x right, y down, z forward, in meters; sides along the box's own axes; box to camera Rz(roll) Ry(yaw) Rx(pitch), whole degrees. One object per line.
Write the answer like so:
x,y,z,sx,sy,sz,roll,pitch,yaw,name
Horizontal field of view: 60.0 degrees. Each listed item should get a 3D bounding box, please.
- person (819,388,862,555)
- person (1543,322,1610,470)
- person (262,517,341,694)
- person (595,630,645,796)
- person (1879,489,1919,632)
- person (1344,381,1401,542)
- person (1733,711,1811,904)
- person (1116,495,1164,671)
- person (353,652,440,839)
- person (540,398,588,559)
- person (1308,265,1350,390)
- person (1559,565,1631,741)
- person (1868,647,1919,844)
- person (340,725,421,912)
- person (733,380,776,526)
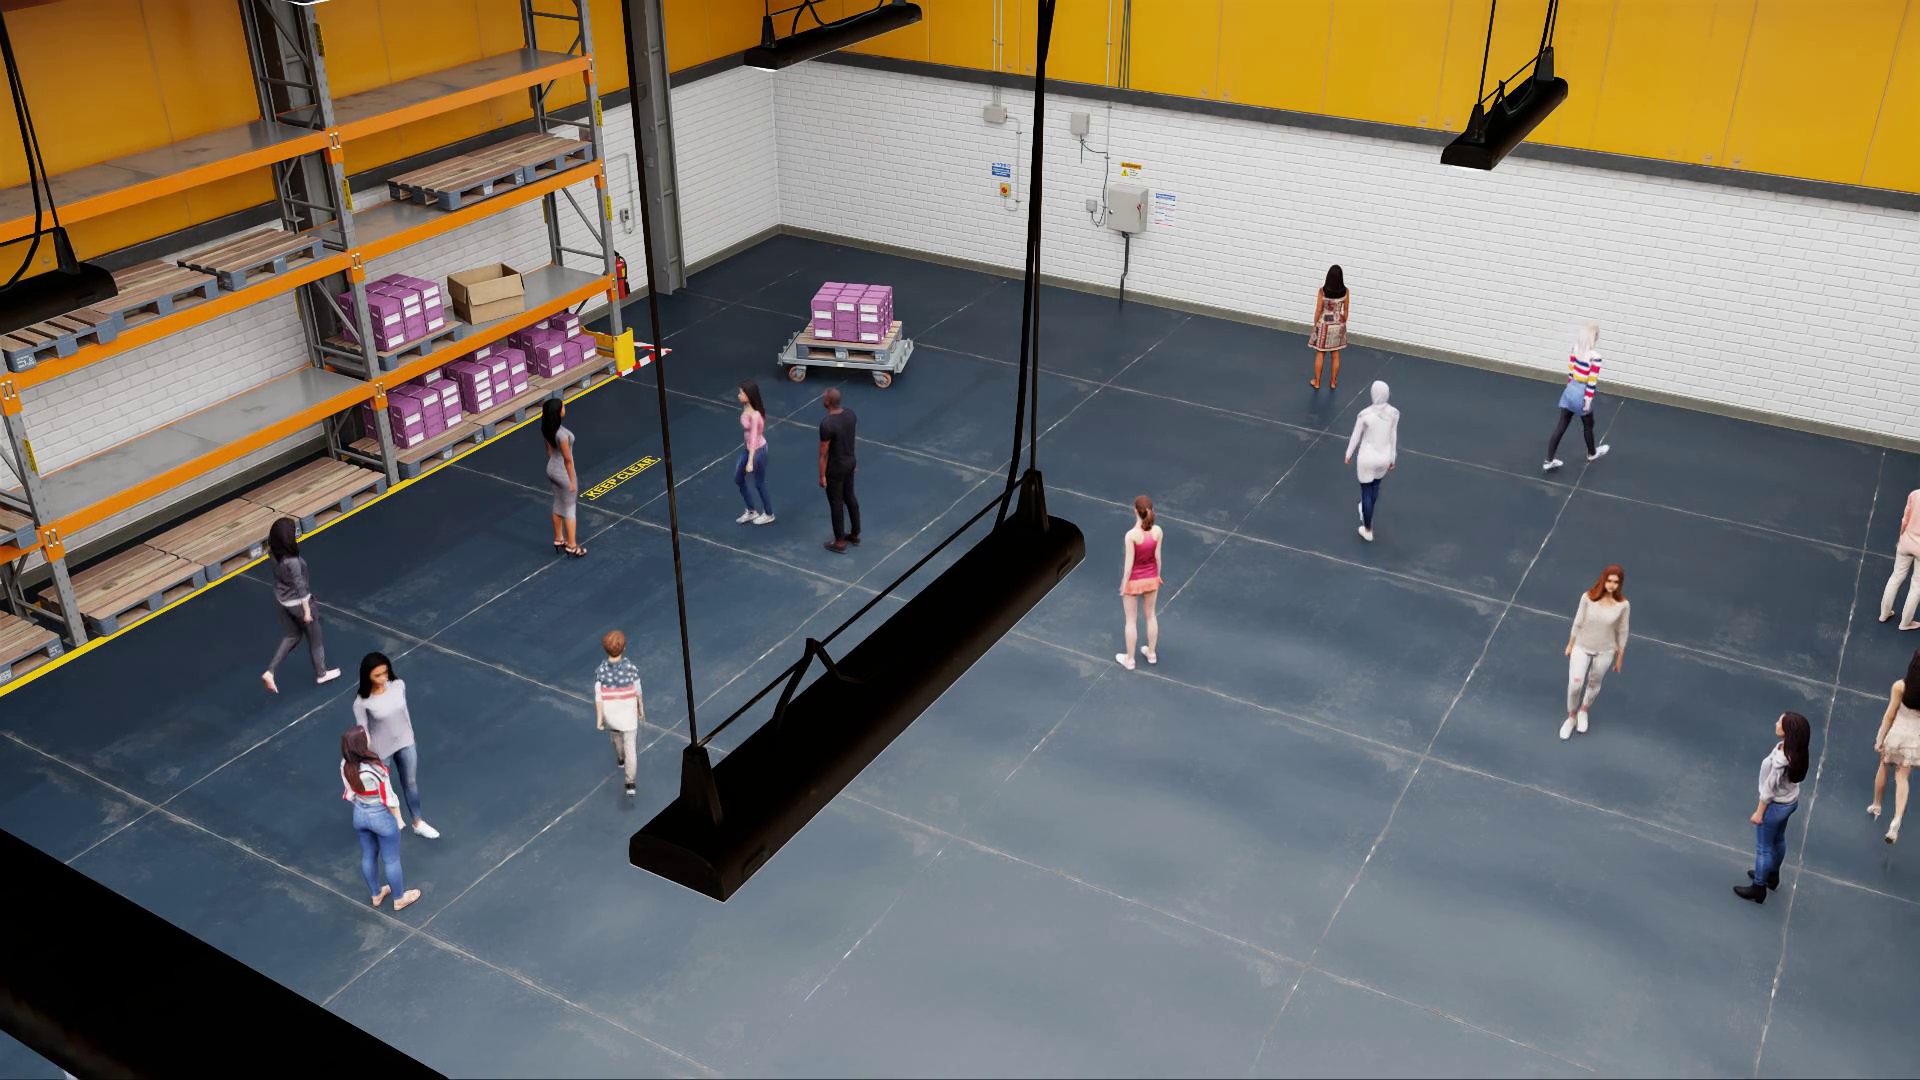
-1.254,-0.737,17.410,0.762,1.813,0.558,22,35,34,person
7.017,-1.614,19.072,1.201,1.760,1.069,-11,31,-20,person
-6.060,0.626,14.985,0.630,1.742,0.950,18,33,30,person
-2.830,1.457,13.814,0.911,1.405,1.049,-3,29,-6,person
9.256,0.056,16.048,0.674,1.725,0.681,-18,33,-29,person
4.393,-0.808,17.595,0.936,1.761,1.032,-3,29,-5,person
6.189,2.008,12.571,0.554,1.629,0.713,-24,37,-37,person
1.670,0.380,15.427,0.625,1.752,0.710,-12,31,-22,person
-4.533,1.623,13.162,0.783,1.737,0.740,23,36,35,person
-4.146,-0.645,17.275,0.620,1.780,0.598,26,38,38,person
4.725,-2.730,21.238,0.725,1.645,0.729,-2,29,-3,person
5.544,0.908,14.520,0.679,1.692,0.755,11,30,19,person
7.468,1.650,13.137,0.712,1.714,1.011,9,30,16,person
-4.392,2.073,12.467,0.626,1.614,0.570,10,30,17,person
-2.118,-0.938,17.865,0.802,1.729,0.745,-11,31,-20,person
